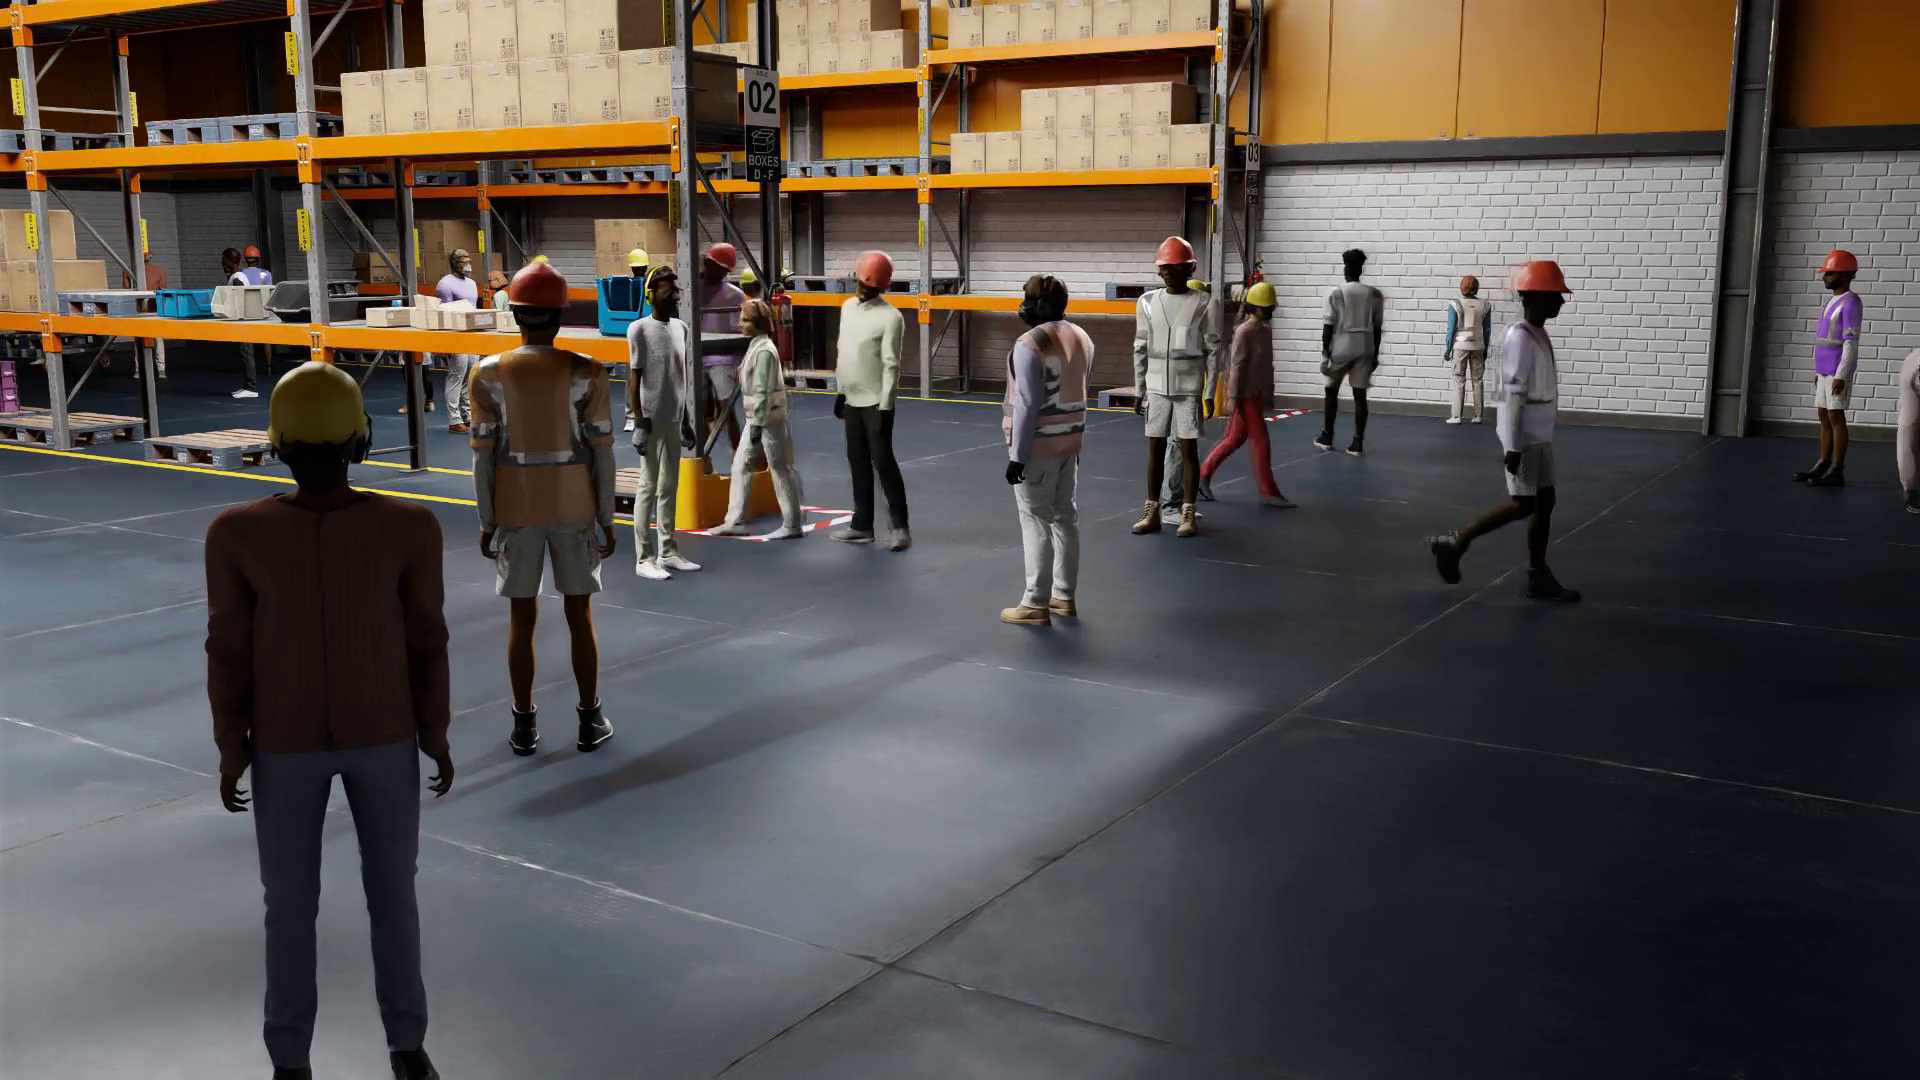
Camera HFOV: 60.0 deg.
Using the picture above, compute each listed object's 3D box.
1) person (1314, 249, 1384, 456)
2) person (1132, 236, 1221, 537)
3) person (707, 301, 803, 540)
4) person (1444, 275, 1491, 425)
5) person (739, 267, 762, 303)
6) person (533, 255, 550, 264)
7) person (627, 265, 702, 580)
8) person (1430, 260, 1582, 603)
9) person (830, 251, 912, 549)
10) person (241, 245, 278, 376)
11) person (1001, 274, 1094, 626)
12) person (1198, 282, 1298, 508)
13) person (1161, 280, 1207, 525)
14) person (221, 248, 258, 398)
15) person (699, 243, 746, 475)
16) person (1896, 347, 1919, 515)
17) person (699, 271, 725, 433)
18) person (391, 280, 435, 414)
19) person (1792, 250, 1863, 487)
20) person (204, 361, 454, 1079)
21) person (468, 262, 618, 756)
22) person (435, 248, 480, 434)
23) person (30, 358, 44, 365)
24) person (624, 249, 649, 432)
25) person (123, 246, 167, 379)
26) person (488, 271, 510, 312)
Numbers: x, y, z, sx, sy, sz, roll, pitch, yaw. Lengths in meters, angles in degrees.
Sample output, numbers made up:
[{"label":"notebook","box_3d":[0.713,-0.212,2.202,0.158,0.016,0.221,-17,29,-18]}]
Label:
[{"label":"person","box_3d":[3.679,-1.791,15.844,0.619,1.930,0.846,-1,10,-6]},{"label":"person","box_3d":[1.465,-1.035,11.359,0.609,2.044,0.395,5,11,26]},{"label":"person","box_3d":[-1.402,-0.786,11.148,0.752,1.605,0.535,-3,11,-16]},{"label":"person","box_3d":[5.580,-2.082,18.289,0.521,1.636,0.311,-2,10,-9]},{"label":"person","box_3d":[-2.014,-1.811,16.442,0.347,1.768,0.532,5,12,28]},{"label":"person","box_3d":[-5.967,-3.130,23.605,0.499,1.818,0.599,4,11,22]},{"label":"person","box_3d":[-1.778,-0.708,10.023,0.334,1.873,0.517,6,12,30]},{"label":"person","box_3d":[3.122,-0.605,9.343,0.745,1.919,0.546,6,12,29]},{"label":"person","box_3d":[-0.577,-0.913,10.960,0.394,1.951,0.728,-7,12,-34]},{"label":"person","box_3d":[-10.498,-3.413,24.818,0.545,1.941,0.350,-2,10,-11]},{"label":"person","box_3d":[0.440,-0.474,8.802,0.429,1.845,0.633,7,13,35]},{"label":"person","box_3d":[2.158,-1.109,12.699,0.864,1.713,0.535,6,12,31]},{"label":"person","box_3d":[1.631,-0.985,11.911,0.323,1.742,0.492,3,11,17]},{"label":"person","box_3d":[-9.279,-2.798,21.472,0.372,1.916,0.597,-5,11,-24]},{"label":"person","box_3d":[-2.104,-1.508,14.144,0.687,1.994,0.431,3,11,15]},{"label":"person","box_3d":[4.804,-0.297,7.867,0.704,1.836,0.989,5,11,26]},{"label":"person","box_3d":[-2.654,-1.974,17.523,0.318,1.697,0.535,4,11,19]},{"label":"person","box_3d":[-6.403,-2.312,19.440,0.320,1.688,0.534,5,12,28]},{"label":"person","box_3d":[7.183,-1.406,13.704,0.355,1.939,0.543,1,10,8]},{"label":"person","box_3d":[-1.423,0.472,3.802,0.524,1.760,0.328,-4,11,-22]},{"label":"person","box_3d":[-1.627,-0.115,6.551,0.551,1.937,0.357,-2,10,-10]},{"label":"person","box_3d":[-5.226,-2.083,17.455,0.359,1.938,0.635,2,11,14]},{"label":"person","box_3d":[-15.022,-3.675,27.213,0.505,1.611,0.539,4,11,22]},{"label":"person","box_3d":[-3.373,-2.109,17.630,0.594,1.925,0.369,-3,11,-14]},{"label":"person","box_3d":[-11.914,-3.351,24.349,0.608,1.987,0.391,-3,11,-17]},{"label":"person","box_3d":[-6.017,-2.713,21.827,0.289,1.626,0.498,-1,10,-6]}]
